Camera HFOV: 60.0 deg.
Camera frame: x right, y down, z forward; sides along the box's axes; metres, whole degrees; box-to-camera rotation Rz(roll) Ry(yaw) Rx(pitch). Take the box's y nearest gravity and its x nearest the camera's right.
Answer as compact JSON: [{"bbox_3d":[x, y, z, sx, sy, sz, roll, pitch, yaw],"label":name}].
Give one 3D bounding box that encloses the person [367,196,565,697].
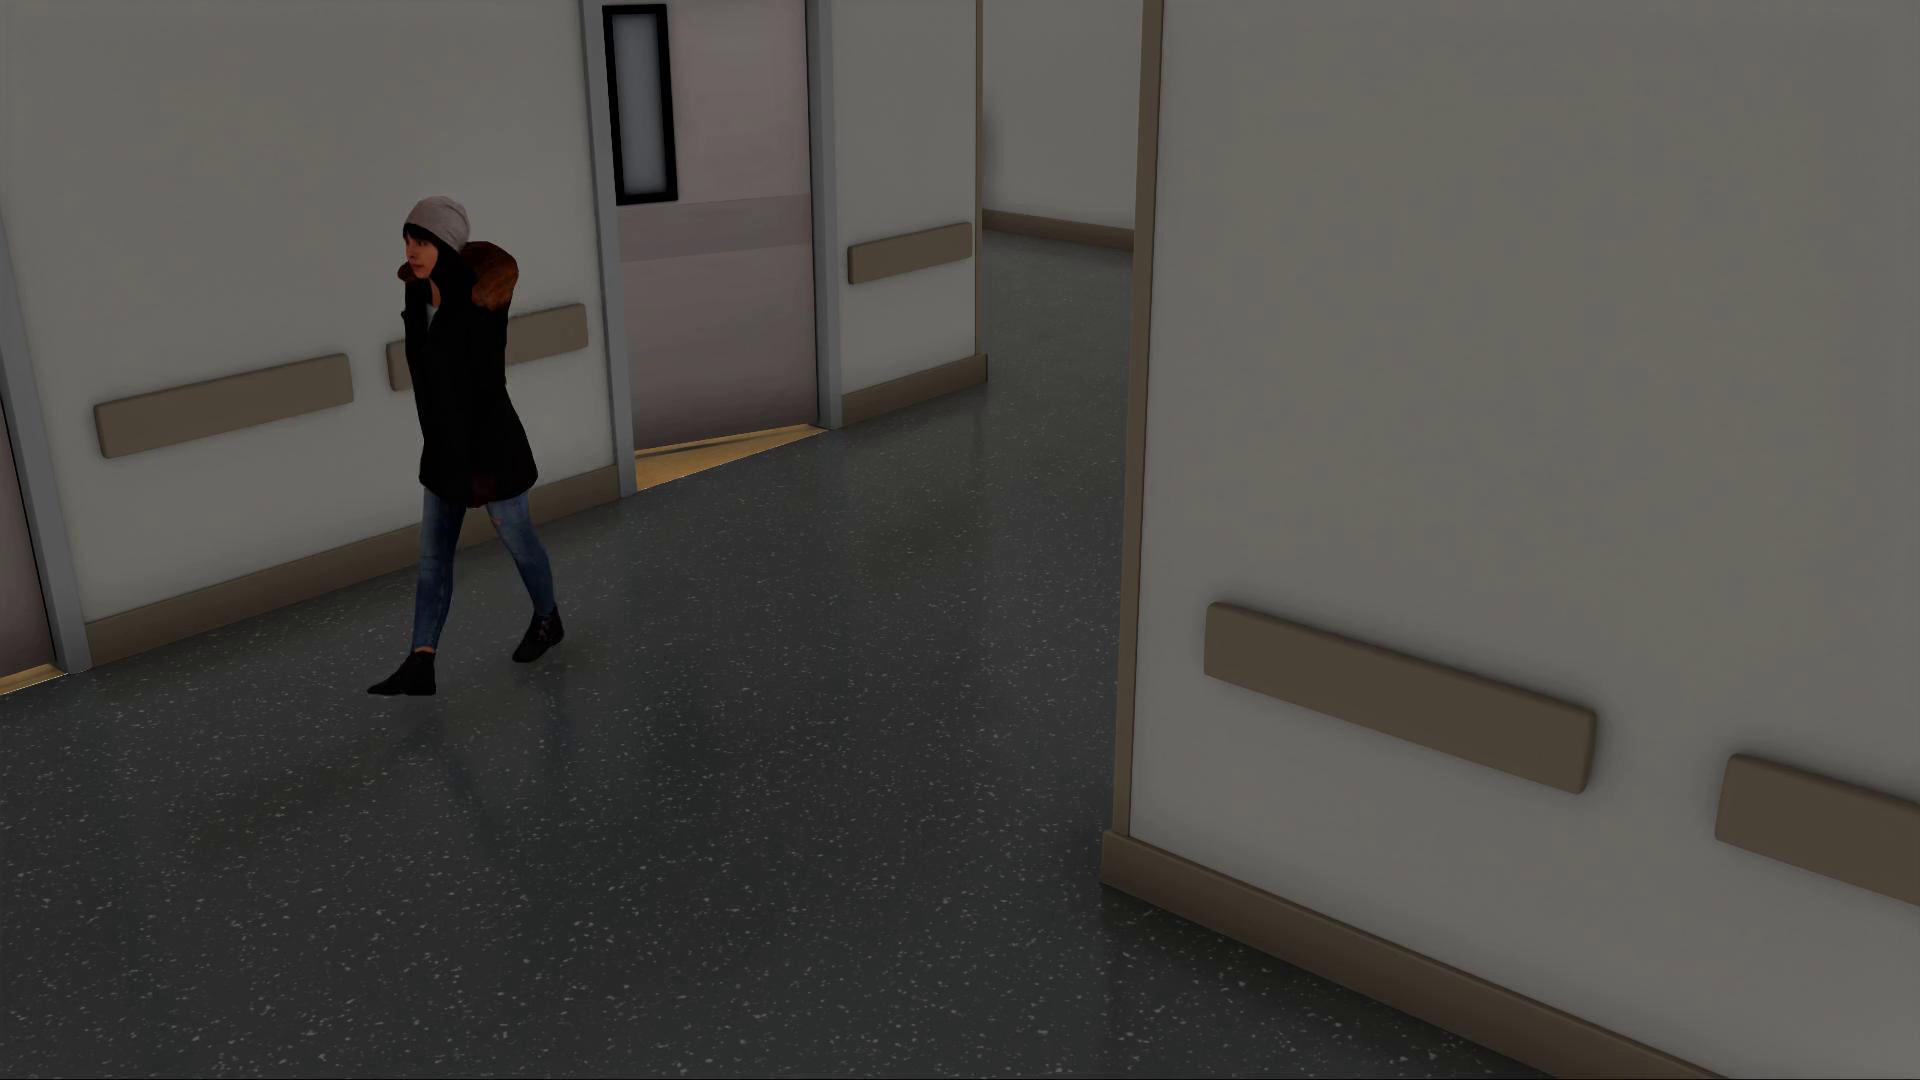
[{"bbox_3d":[-1.535,-0.295,5.434,0.746,1.596,1.069,11,23,27],"label":"person"}]
